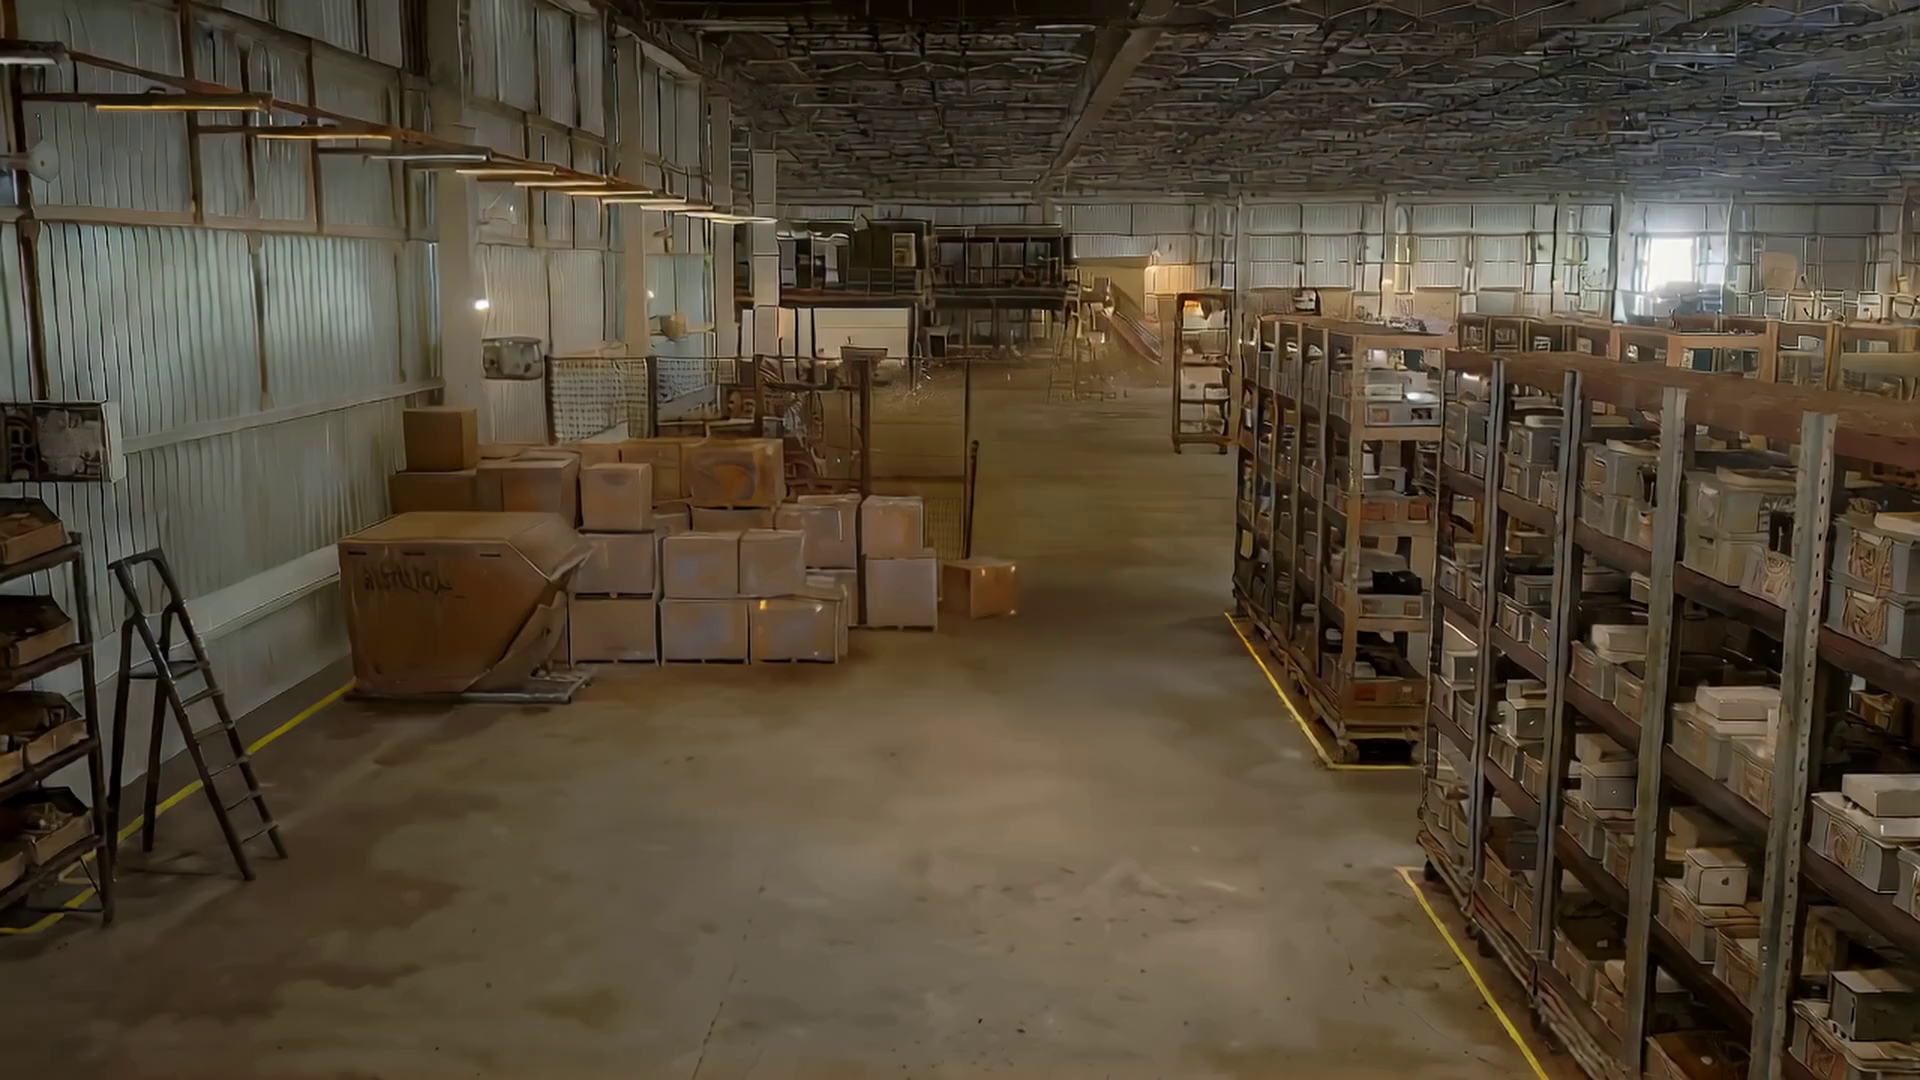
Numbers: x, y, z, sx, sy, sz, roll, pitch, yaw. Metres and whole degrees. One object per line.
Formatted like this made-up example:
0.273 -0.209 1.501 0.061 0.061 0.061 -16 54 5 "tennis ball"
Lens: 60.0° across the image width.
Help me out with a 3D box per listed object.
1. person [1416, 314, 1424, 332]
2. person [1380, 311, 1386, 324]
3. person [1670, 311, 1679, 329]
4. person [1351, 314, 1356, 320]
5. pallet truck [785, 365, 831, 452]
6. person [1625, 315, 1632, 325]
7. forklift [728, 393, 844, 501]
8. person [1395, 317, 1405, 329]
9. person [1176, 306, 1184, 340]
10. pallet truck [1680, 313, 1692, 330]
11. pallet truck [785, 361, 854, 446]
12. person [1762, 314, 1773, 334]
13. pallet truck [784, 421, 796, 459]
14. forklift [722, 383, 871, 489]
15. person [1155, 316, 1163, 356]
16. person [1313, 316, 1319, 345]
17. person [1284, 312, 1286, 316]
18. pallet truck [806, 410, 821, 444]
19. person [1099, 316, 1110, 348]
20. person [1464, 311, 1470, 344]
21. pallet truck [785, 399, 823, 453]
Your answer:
23.445 -10.565 84.730 0.551 1.916 0.789 -7 11 -35 "person"
23.714 -11.901 93.140 0.526 1.855 0.529 4 10 23 "person"
38.532 -11.357 89.566 0.384 1.921 0.591 -6 11 -34 "person"
20.199 -10.693 85.545 0.619 1.904 0.979 -5 11 -29 "person"
-3.774 -2.976 37.635 1.885 1.965 0.823 1 9 5 "pallet truck"
33.307 -10.255 82.886 0.337 1.882 0.585 -1 9 -5 "person"
-2.979 -1.316 26.476 2.680 1.987 1.157 0 9 1 "forklift"
20.827 -9.586 78.691 0.495 1.902 0.627 -7 12 -38 "person"
12.978 -12.825 98.401 0.376 1.995 0.609 -7 11 -36 "person"
36.315 -10.531 84.244 0.823 1.965 1.885 -6 11 -33 "pallet truck"
-3.410 -3.193 38.978 1.885 1.965 0.823 0 9 -1 "pallet truck"
38.485 -9.713 79.060 0.536 2.000 0.673 -7 12 -37 "person"
-4.013 -1.793 32.705 1.601 1.201 0.680 0 9 1 "pallet truck"
-2.893 -1.687 28.729 2.680 1.987 1.157 0 9 -1 "forklift"
9.572 -9.837 80.129 0.342 1.941 0.551 -4 10 -23 "person"
17.781 -10.299 83.117 0.451 1.893 0.624 3 10 18 "person"
18.123 -11.705 92.077 0.644 1.803 0.570 -3 10 -15 "person"
-3.559 -2.018 33.905 1.522 1.261 0.704 0 9 -1 "pallet truck"
7.658 -11.048 88.039 0.536 1.793 0.958 -2 9 -9 "person"
28.229 -11.879 92.961 0.760 1.858 0.610 6 11 32 "person"
-3.814 -2.432 36.419 1.630 1.274 0.653 0 9 1 "pallet truck"
